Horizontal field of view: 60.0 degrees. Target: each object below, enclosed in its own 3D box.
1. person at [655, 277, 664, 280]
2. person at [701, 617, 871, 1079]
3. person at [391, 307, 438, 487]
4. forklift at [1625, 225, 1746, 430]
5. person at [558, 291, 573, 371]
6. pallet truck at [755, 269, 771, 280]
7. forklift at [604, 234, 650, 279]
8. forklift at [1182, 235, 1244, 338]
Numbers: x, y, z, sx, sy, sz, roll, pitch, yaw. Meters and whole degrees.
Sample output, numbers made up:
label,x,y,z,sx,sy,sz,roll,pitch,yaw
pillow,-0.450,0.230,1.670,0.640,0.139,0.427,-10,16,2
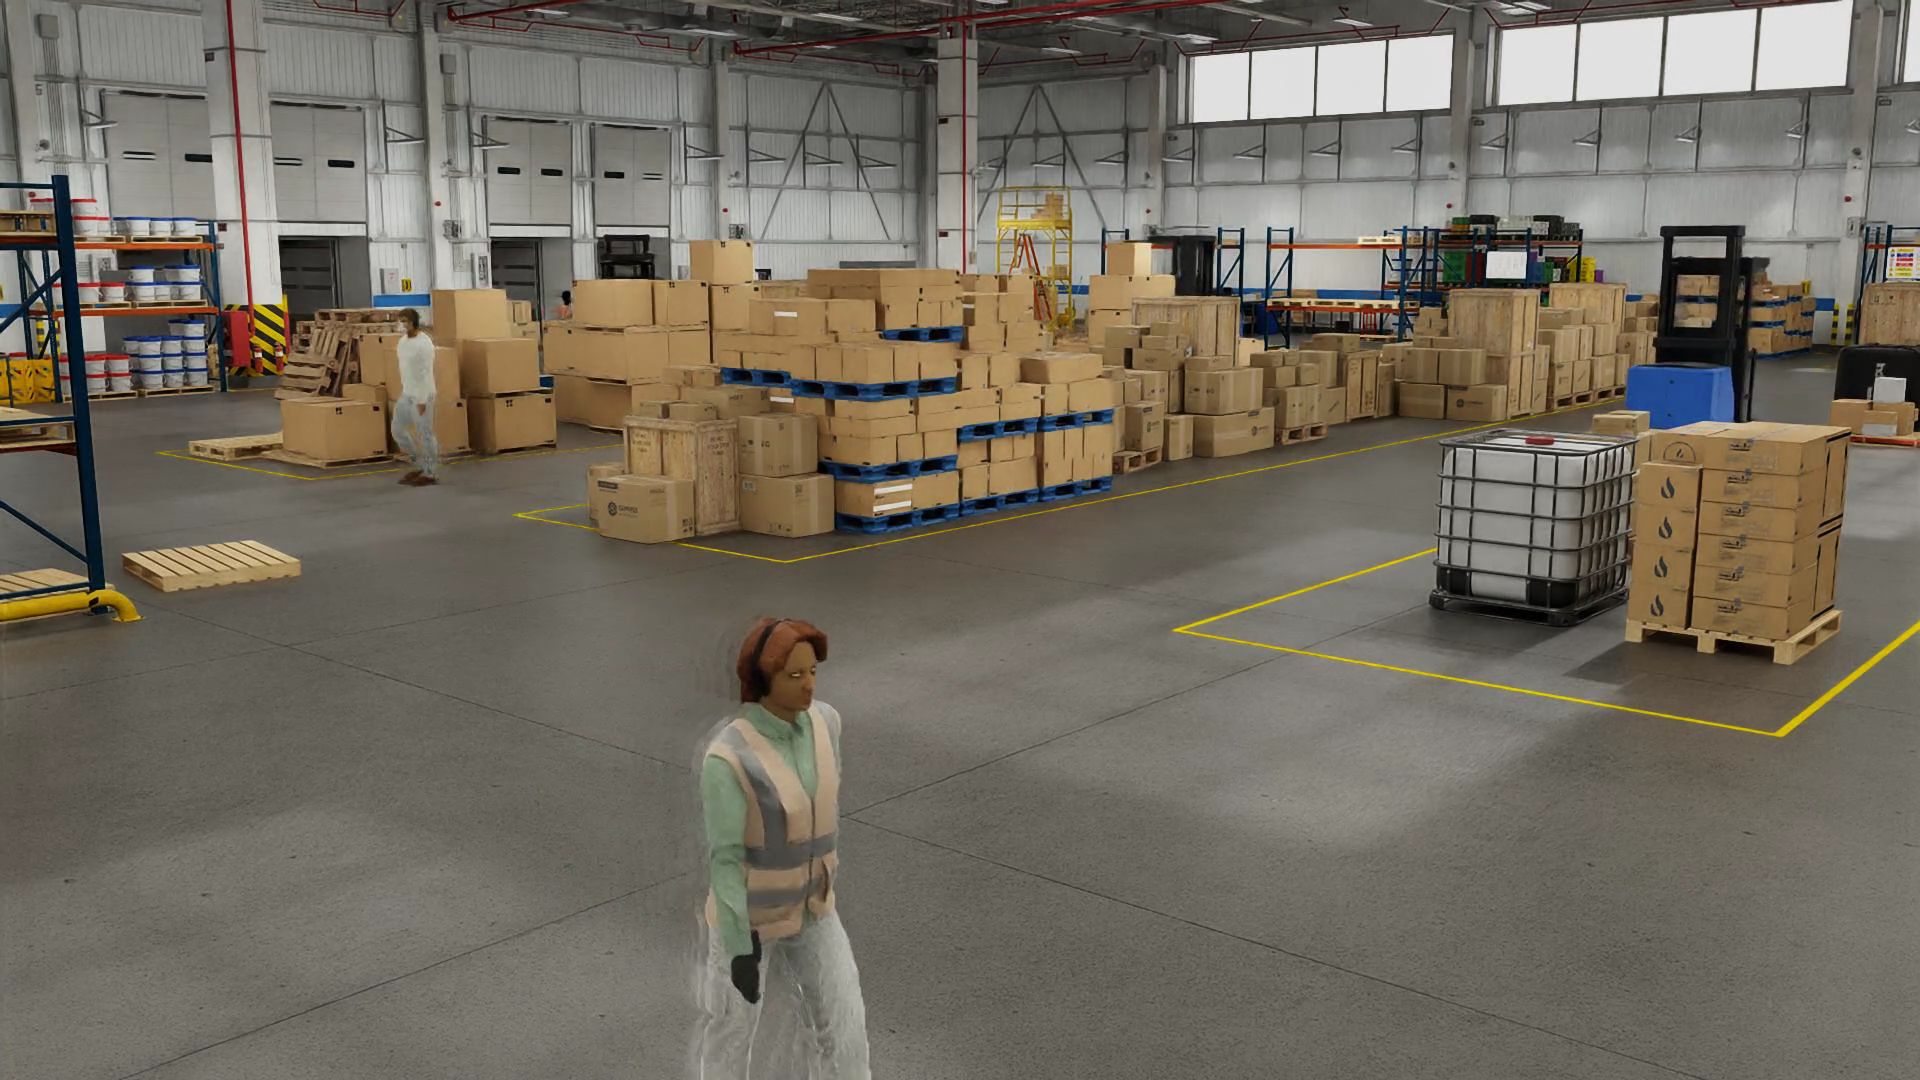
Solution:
label,x,y,z,sx,sy,sz,roll,pitch,yaw
person,-6.476,-4.720,35.996,0.635,1.928,0.388,-5,11,-25
person,-0.417,1.000,4.303,0.731,1.608,0.543,7,12,35
person,-5.842,-1.506,17.688,0.660,1.922,0.542,10,14,44
forklift,9.243,-2.554,20.934,1.129,2.768,1.873,8,13,40
person,-8.064,-4.320,34.470,0.744,1.662,0.541,3,10,18
pallet truck,-4.996,-6.432,45.525,1.885,1.965,0.823,-6,12,-32
forklift,-6.924,-4.988,34.790,1.129,2.768,1.873,-2,10,-11
forklift,5.355,-5.431,37.313,1.873,2.768,1.129,8,13,40
